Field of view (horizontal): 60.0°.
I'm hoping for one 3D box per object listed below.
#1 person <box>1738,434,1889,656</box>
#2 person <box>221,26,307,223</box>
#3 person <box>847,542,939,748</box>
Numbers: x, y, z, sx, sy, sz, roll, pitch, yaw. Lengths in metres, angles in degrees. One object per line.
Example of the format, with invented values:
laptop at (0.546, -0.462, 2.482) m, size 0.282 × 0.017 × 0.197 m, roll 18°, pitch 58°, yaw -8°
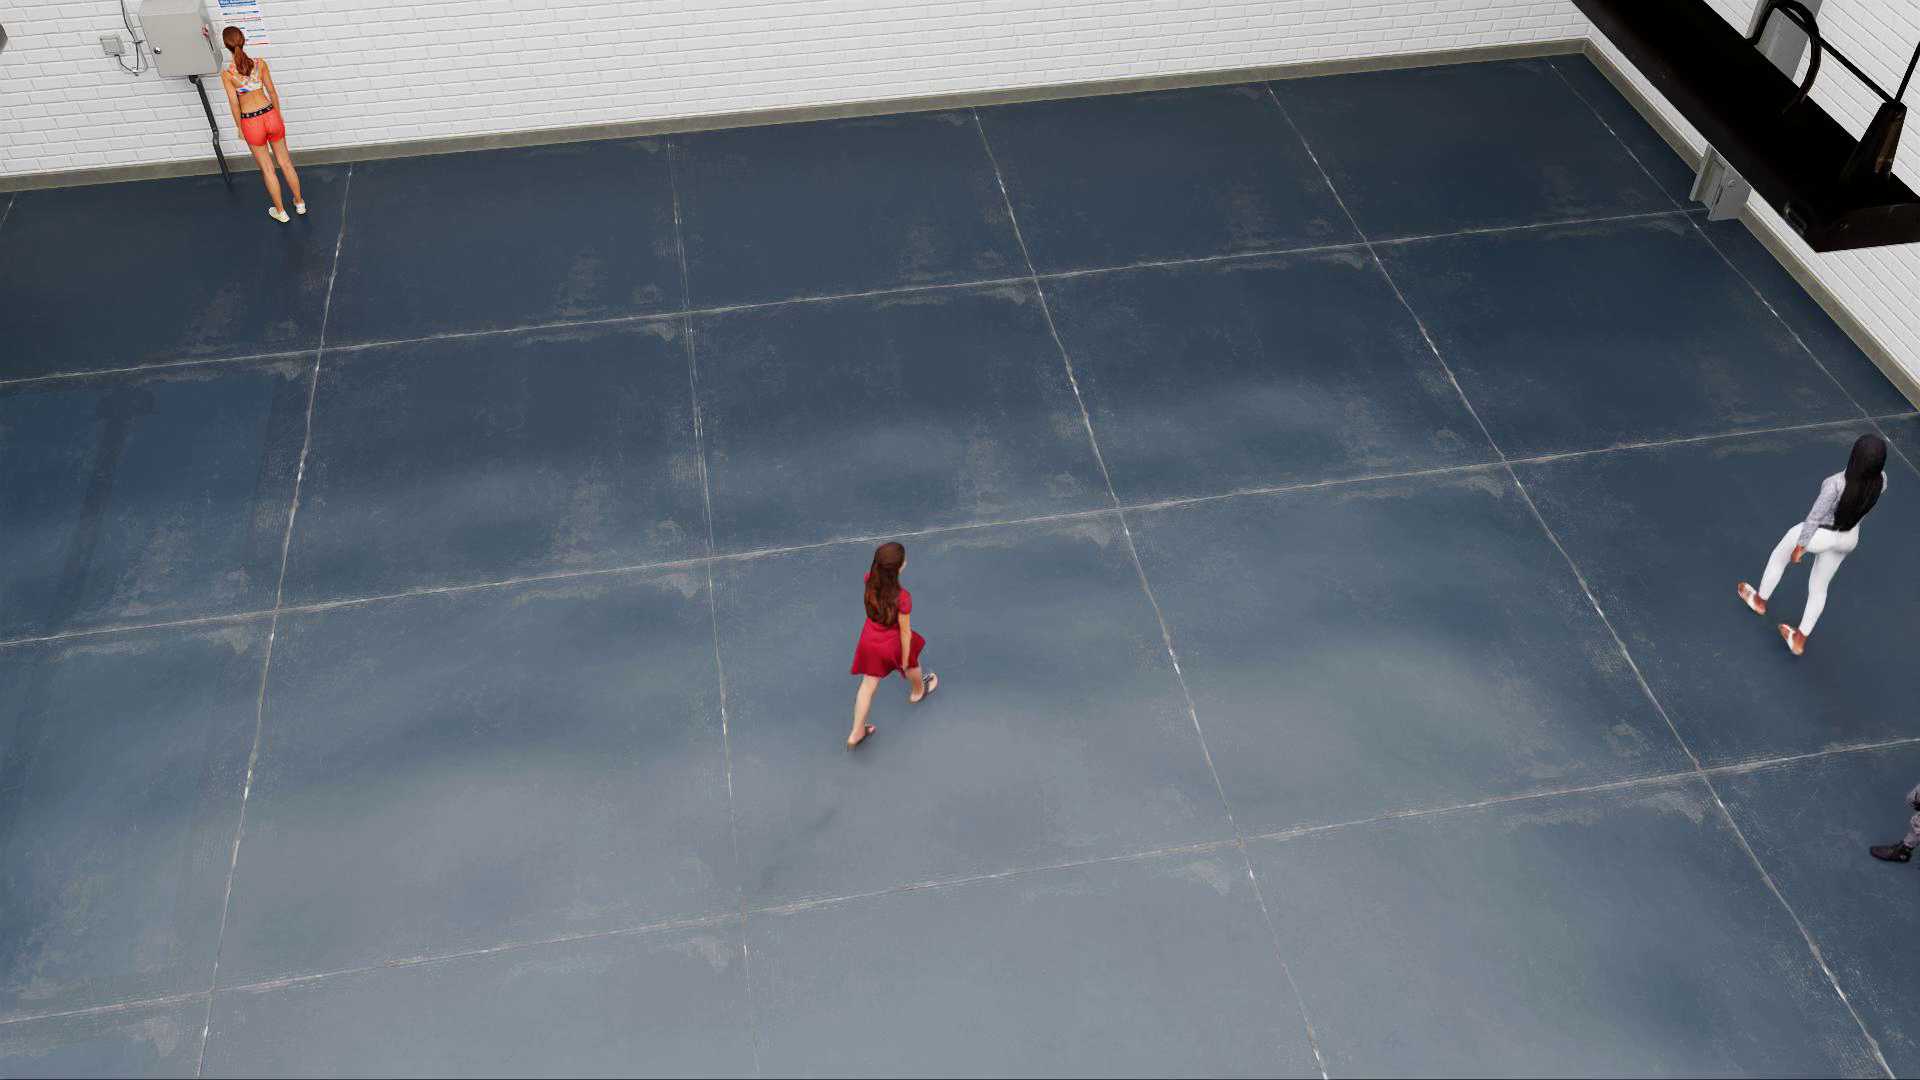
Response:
person at (5.563, 0.069, 10.627) m, size 0.653 × 1.705 × 0.872 m, roll -4°, pitch 44°, yaw -4°
person at (-6.053, -3.598, 14.414) m, size 0.679 × 1.791 × 0.711 m, roll -31°, pitch 52°, yaw -29°
person at (-0.494, 0.644, 10.158) m, size 0.968 × 1.519 × 1.057 m, roll 24°, pitch 48°, yaw 23°
